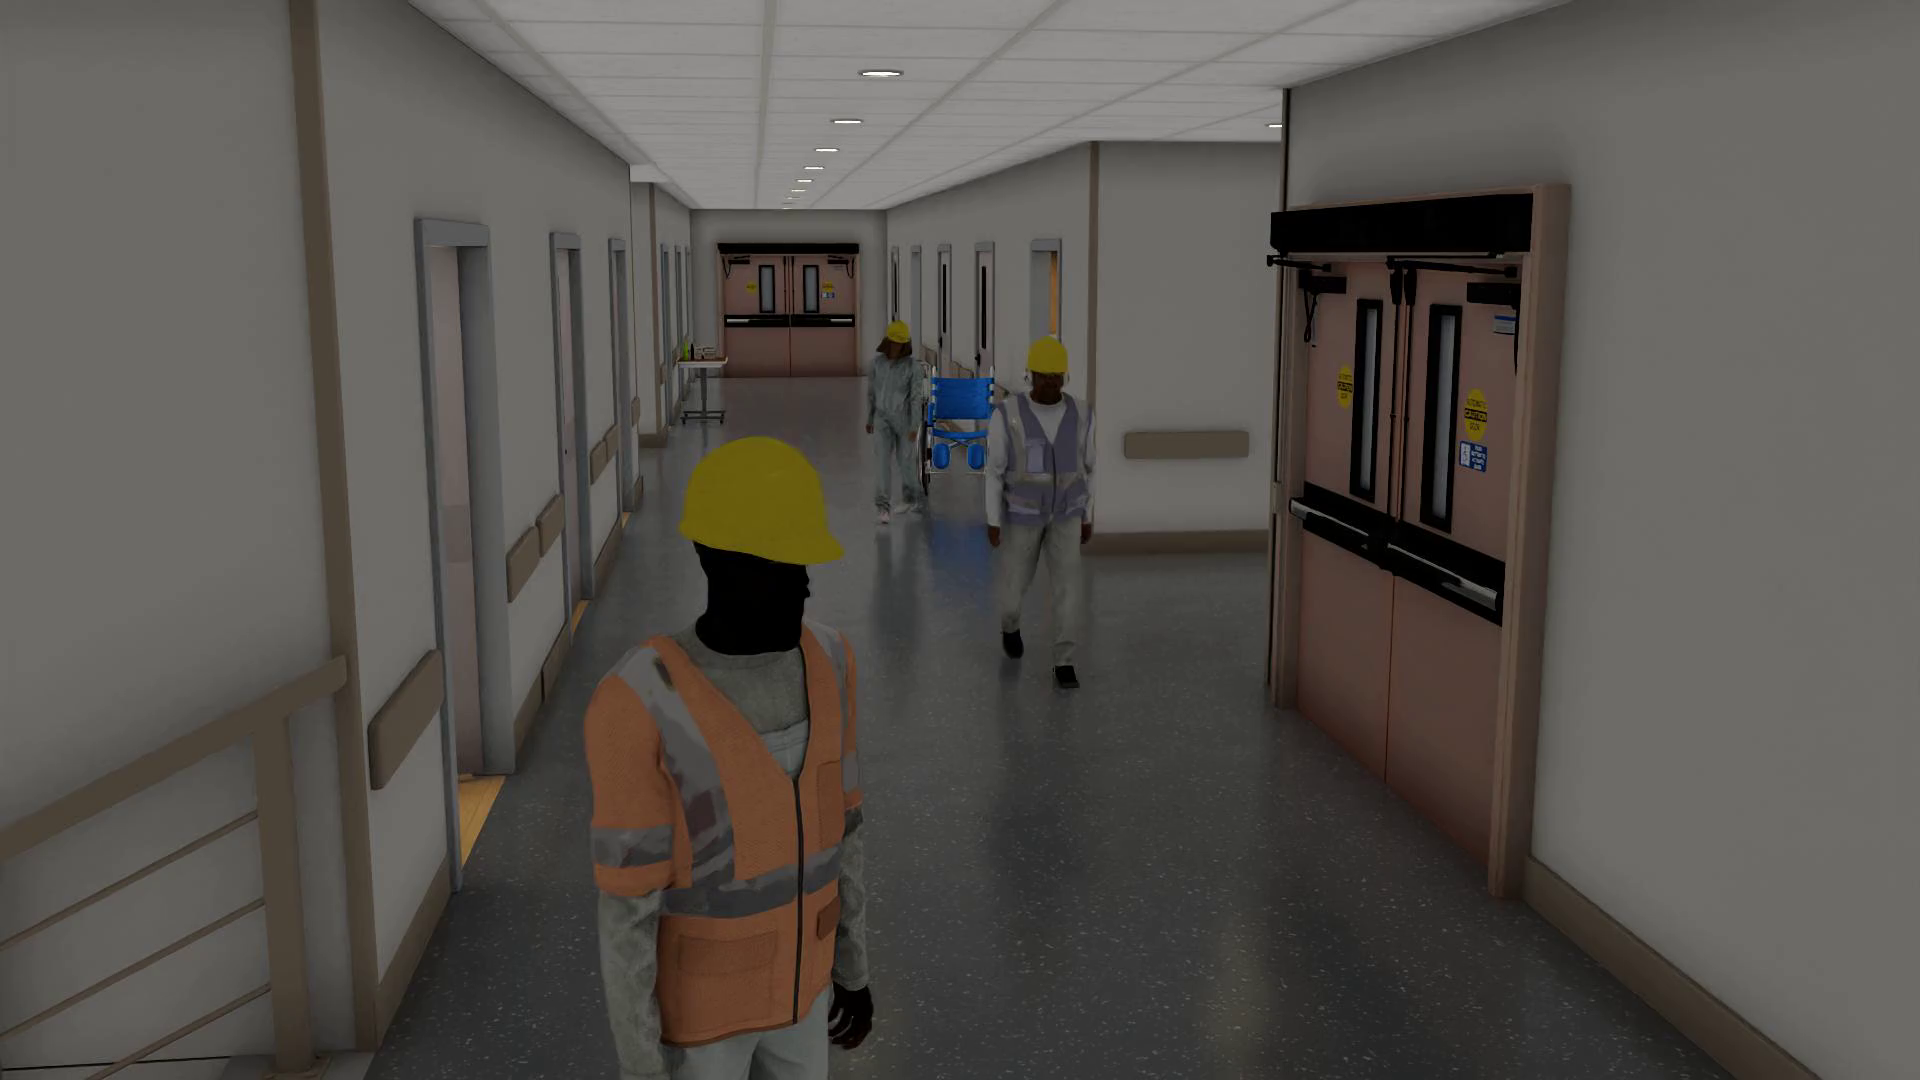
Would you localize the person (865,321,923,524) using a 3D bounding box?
[{"bbox_3d":[-0.552,-0.993,13.873,0.526,1.675,0.884,2,10,13],"label":"person"}]

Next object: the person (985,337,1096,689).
[{"bbox_3d":[0.413,-0.175,8.770,0.602,1.806,0.839,-2,10,-12],"label":"person"}]

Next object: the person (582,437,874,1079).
[{"bbox_3d":[-0.361,0.774,2.890,0.397,1.920,0.586,8,12,38],"label":"person"}]
